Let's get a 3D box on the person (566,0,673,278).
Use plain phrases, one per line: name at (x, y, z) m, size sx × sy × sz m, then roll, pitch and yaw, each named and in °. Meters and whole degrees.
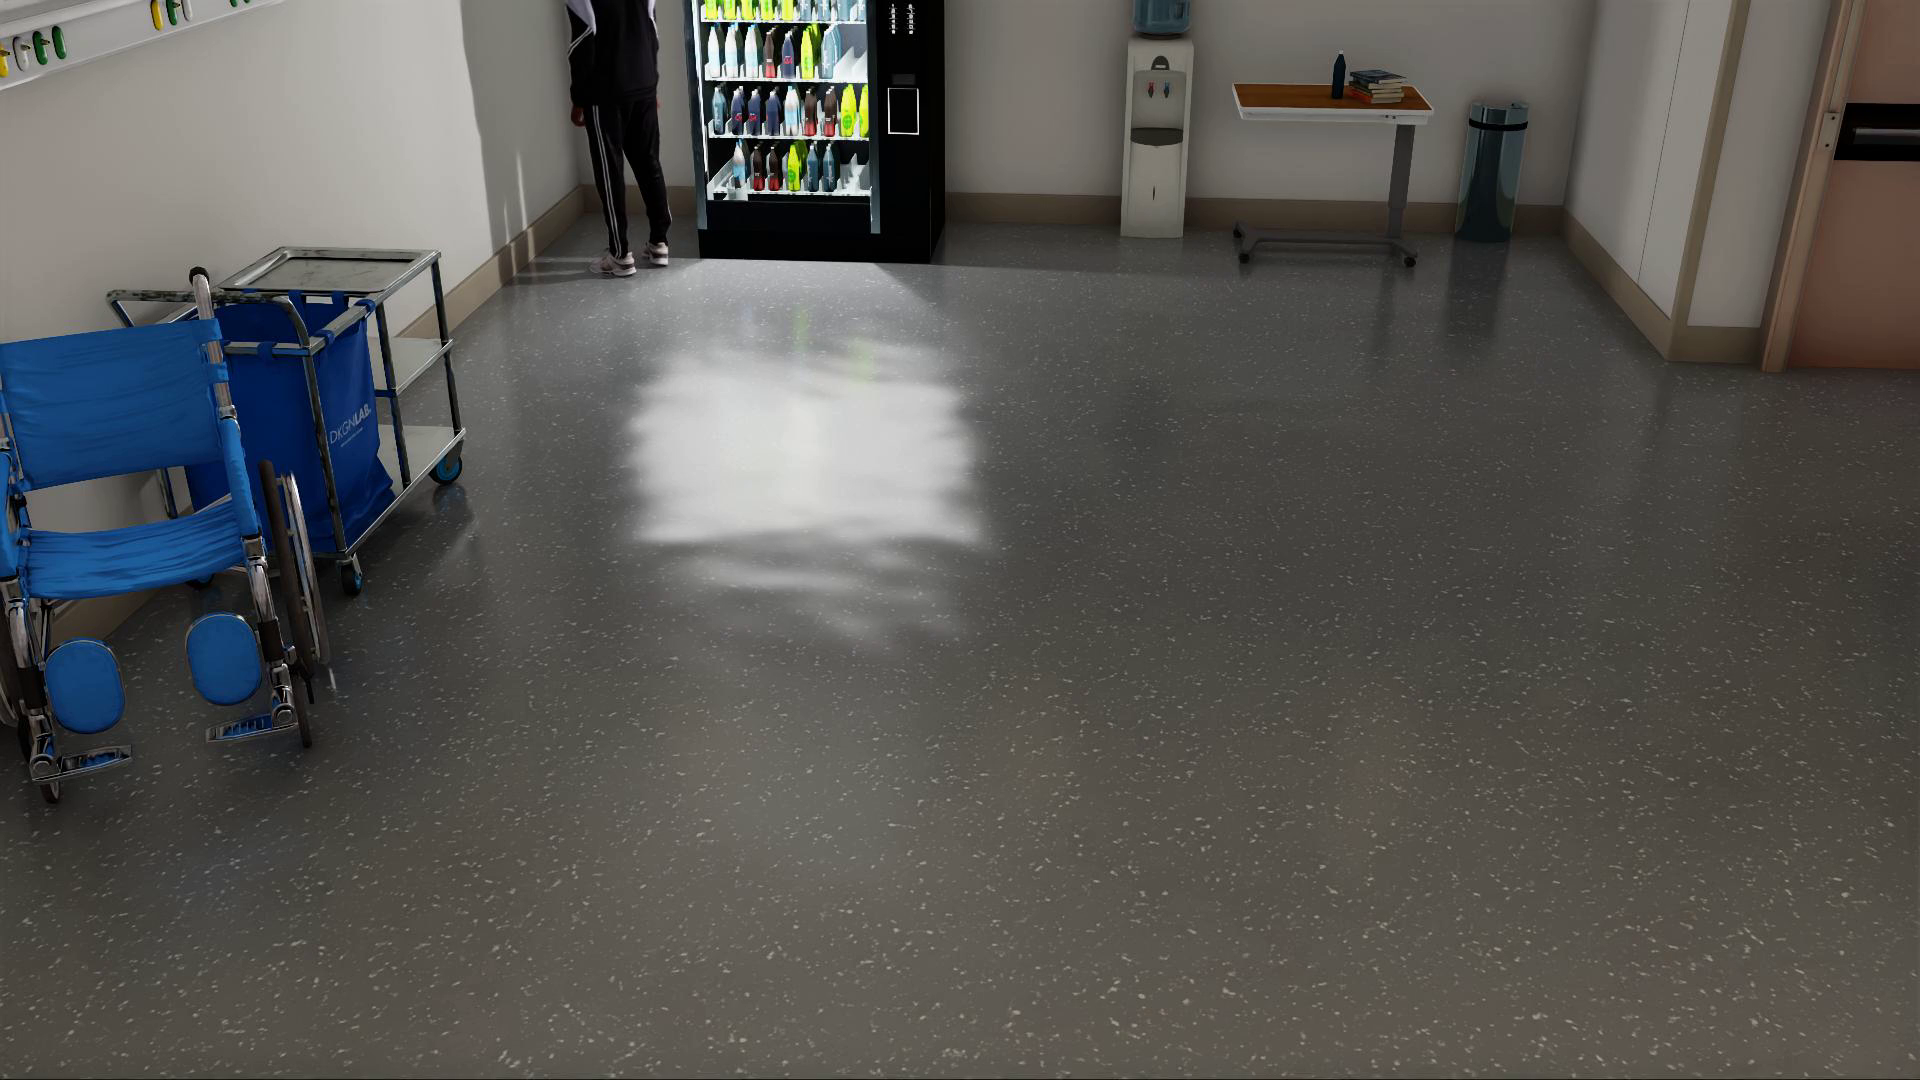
person at (-1.672, -2.228, 8.173) m, size 0.730 × 1.830 × 0.773 m, roll -23°, pitch 34°, yaw -38°
